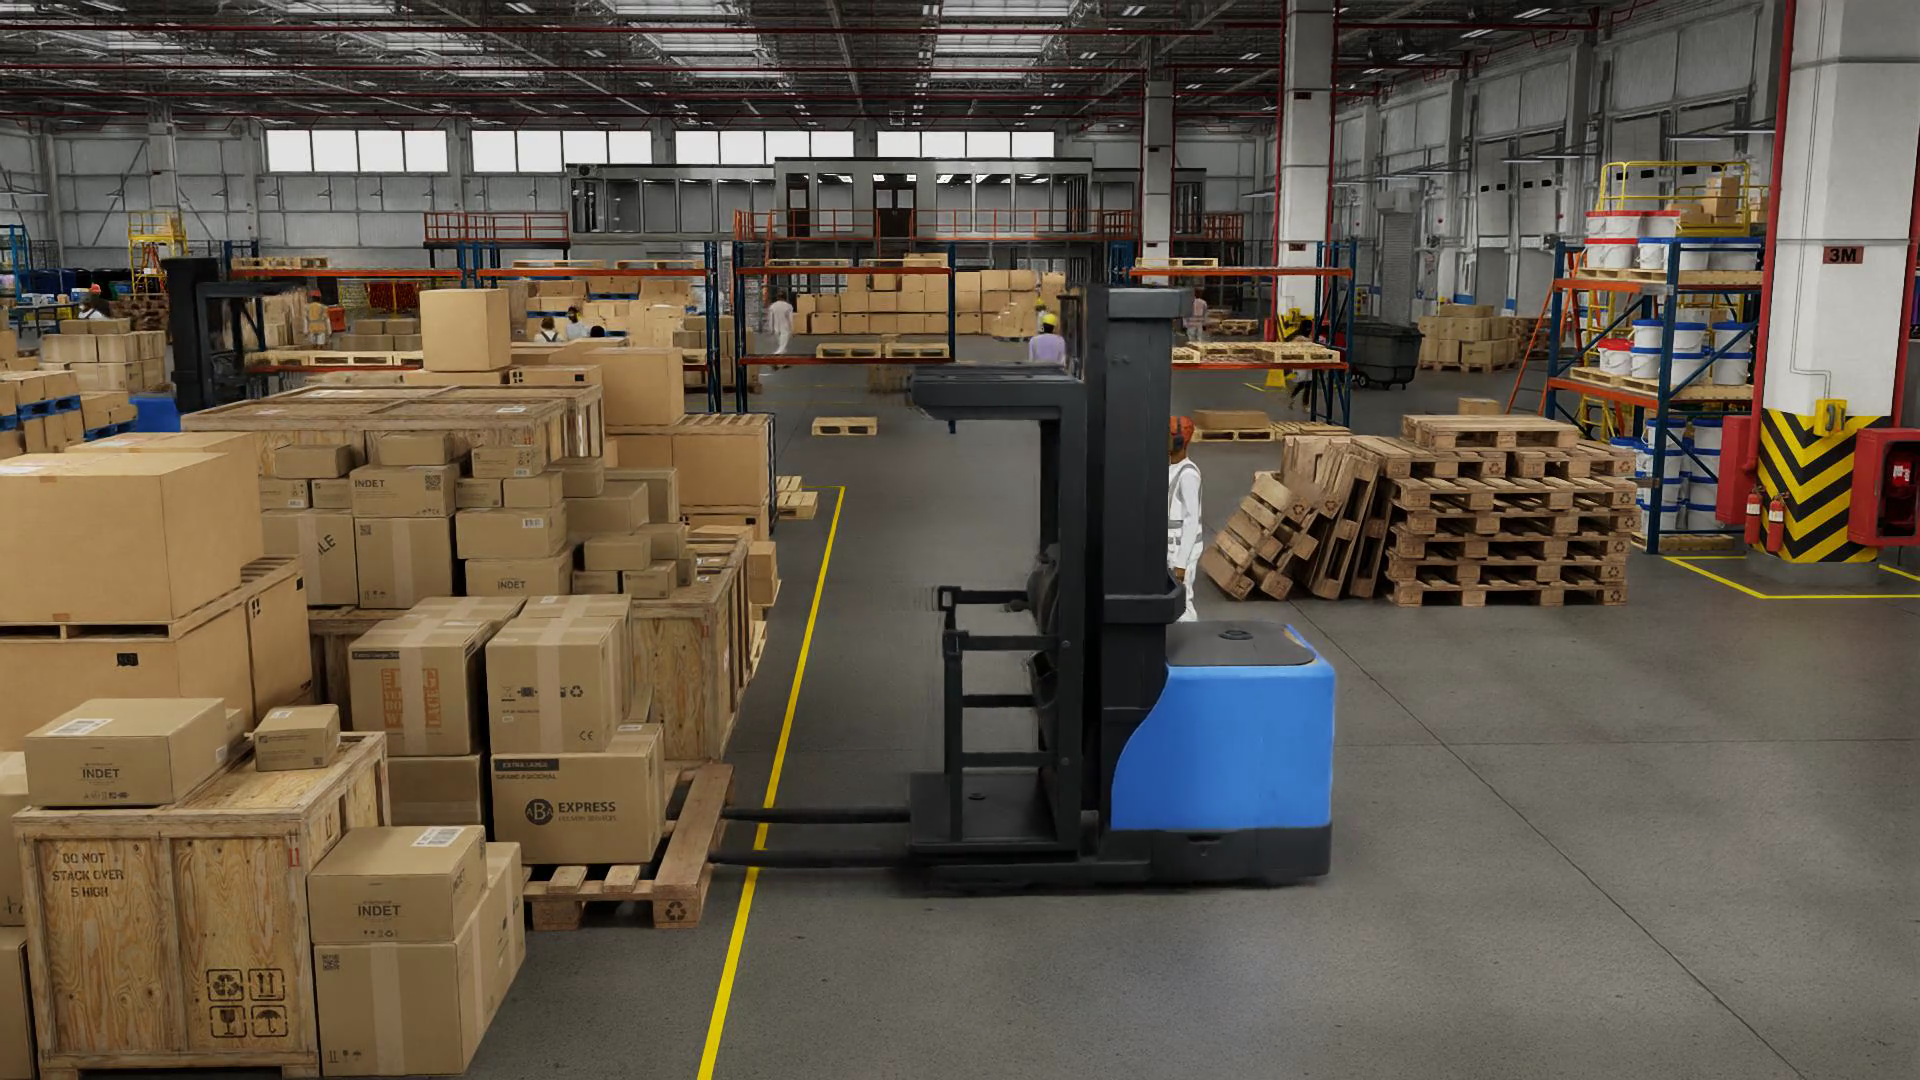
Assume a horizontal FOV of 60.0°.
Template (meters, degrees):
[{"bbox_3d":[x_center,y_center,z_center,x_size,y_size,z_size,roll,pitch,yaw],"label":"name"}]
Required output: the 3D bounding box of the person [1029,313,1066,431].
[{"bbox_3d":[1.373,-2.642,26.448,0.605,1.903,0.638,1,10,6],"label":"person"}]

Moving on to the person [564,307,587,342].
[{"bbox_3d":[-7.247,-3.486,31.371,0.513,1.820,0.980,2,10,13],"label":"person"}]

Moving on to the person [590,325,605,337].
[{"bbox_3d":[-4.890,-1.938,22.495,0.591,1.909,0.409,1,10,7],"label":"person"}]

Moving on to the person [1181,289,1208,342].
[{"bbox_3d":[5.976,-5.492,42.524,0.642,1.824,0.498,-4,11,-23],"label":"person"}]

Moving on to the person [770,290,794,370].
[{"bbox_3d":[-4.252,-4.976,39.436,0.640,1.912,0.923,6,12,28],"label":"person"}]

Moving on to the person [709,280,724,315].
[{"bbox_3d":[-7.196,-6.767,49.419,0.555,1.894,0.945,-6,12,-30],"label":"person"}]

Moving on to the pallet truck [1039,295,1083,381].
[{"bbox_3d":[2.483,-3.881,33.060,1.885,1.965,0.823,-7,13,-36],"label":"pallet truck"}]

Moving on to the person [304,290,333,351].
[{"bbox_3d":[-15.104,-4.944,39.252,0.574,1.896,0.930,0,10,0],"label":"person"}]

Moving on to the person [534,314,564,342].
[{"bbox_3d":[-6.897,-2.883,28.000,0.523,1.826,0.797,-6,12,-30],"label":"person"}]

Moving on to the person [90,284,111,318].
[{"bbox_3d":[-21.426,-5.358,41.348,0.604,1.985,0.422,-6,12,-31],"label":"person"}]

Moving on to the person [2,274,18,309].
[{"bbox_3d":[-38.827,-10.185,68.097,0.623,2.013,0.868,-3,11,-19],"label":"person"}]

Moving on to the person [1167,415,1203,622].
[{"bbox_3d":[1.452,0.099,11.209,0.354,1.883,0.573,-1,10,-3],"label":"person"}]

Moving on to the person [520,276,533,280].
[{"bbox_3d":[-18.329,-10.508,70.462,0.572,1.826,1.004,-7,12,-33],"label":"person"}]

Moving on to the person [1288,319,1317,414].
[{"bbox_3d":[6.102,-3.079,29.474,0.535,1.685,0.401,-6,12,-30],"label":"person"}]

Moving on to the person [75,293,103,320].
[{"bbox_3d":[-17.701,-4.057,33.918,0.689,2.000,0.834,5,11,25],"label":"person"}]

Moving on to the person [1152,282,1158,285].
[{"bbox_3d":[5.523,-6.266,46.640,1.006,1.906,0.613,8,13,37],"label":"person"}]

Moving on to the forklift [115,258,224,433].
[{"bbox_3d":[-9.689,-2.184,21.145,1.873,2.768,1.129,0,10,-2],"label":"forklift"}]

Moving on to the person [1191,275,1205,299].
[{"bbox_3d":[10.206,-10.747,71.362,0.627,1.982,0.413,5,11,27],"label":"person"}]

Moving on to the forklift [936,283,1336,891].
[{"bbox_3d":[0.809,0.169,8.039,1.873,2.768,1.129,0,10,-2],"label":"forklift"}]

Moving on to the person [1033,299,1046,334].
[{"bbox_3d":[1.823,-4.705,38.407,0.597,1.719,0.506,1,10,6],"label":"person"}]

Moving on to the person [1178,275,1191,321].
[{"bbox_3d":[8.592,-9.256,63.511,0.451,1.823,0.625,10,14,44],"label":"person"}]
